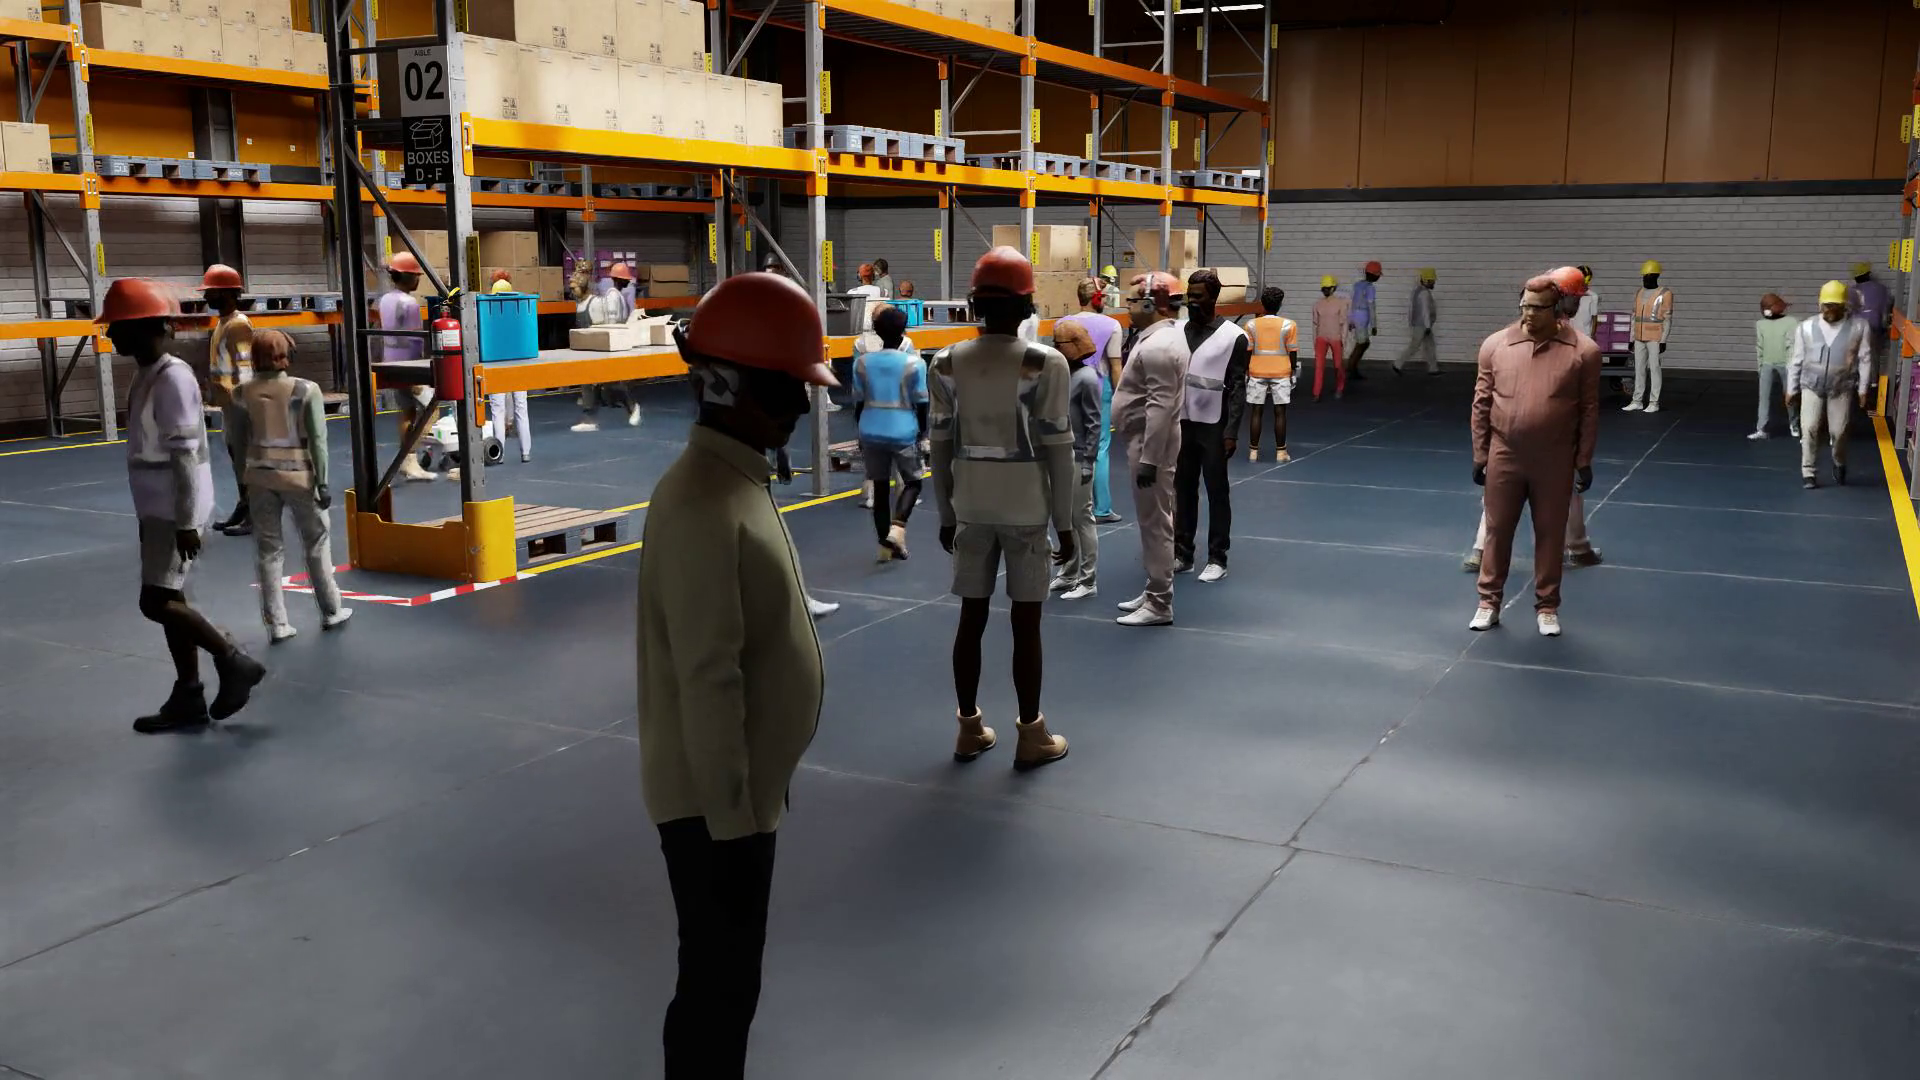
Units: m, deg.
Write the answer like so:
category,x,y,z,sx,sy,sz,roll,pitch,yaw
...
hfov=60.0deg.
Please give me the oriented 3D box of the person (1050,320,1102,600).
category,x,y,z,sx,sy,sz,roll,pitch,yaw
person,0.652,-0.467,9.758,0.269,1.632,0.509,-4,11,-23

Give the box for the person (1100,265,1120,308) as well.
category,x,y,z,sx,sy,sz,roll,pitch,yaw
person,2.304,-3.367,25.993,0.403,1.826,0.592,-8,13,-39

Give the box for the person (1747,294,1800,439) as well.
category,x,y,z,sx,sy,sz,roll,pitch,yaw
person,8.980,-1.911,18.259,0.830,1.579,0.501,-8,13,-39

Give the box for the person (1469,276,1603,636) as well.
category,x,y,z,sx,sy,sz,roll,pitch,yaw
person,3.033,-0.438,8.822,0.643,1.902,0.400,4,11,24

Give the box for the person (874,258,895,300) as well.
category,x,y,z,sx,sy,sz,roll,pitch,yaw
person,-1.236,-3.570,26.856,0.373,1.935,0.628,-3,10,-14

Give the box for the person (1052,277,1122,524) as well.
category,x,y,z,sx,sy,sz,roll,pitch,yaw
person,0.944,-1.034,12.434,0.564,1.841,0.394,6,11,31

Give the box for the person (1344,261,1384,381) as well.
category,x,y,z,sx,sy,sz,roll,pitch,yaw
person,6.350,-3.435,26.201,0.568,1.887,0.555,-1,10,-7

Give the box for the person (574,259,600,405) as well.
category,x,y,z,sx,sy,sz,roll,pitch,yaw
person,-4.965,-2.766,22.182,0.372,1.940,0.630,-2,10,-10

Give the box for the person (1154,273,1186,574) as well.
category,x,y,z,sx,sy,sz,roll,pitch,yaw
person,1.343,-0.753,10.710,0.583,1.901,0.599,-7,12,-35

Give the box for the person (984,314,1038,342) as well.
category,x,y,z,sx,sy,sz,roll,pitch,yaw
person,0.405,-1.320,14.080,0.549,1.848,0.446,4,11,23

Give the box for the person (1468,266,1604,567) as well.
category,x,y,z,sx,sy,sz,roll,pitch,yaw
person,3.695,-0.757,10.580,1.022,1.947,0.614,-6,11,-31

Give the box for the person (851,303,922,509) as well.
category,x,y,z,sx,sy,sz,roll,pitch,yaw
person,-0.591,-1.053,13.177,0.560,1.624,0.377,2,10,9

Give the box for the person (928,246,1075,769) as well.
category,x,y,z,sx,sy,sz,roll,pitch,yaw
person,0.173,-0.119,6.546,0.607,2.048,0.367,5,11,25

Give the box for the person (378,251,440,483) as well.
category,x,y,z,sx,sy,sz,roll,pitch,yaw
person,-4.794,-1.491,14.521,0.624,2.033,0.424,9,14,43

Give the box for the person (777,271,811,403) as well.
category,x,y,z,sx,sy,sz,roll,pitch,yaw
person,-2.332,-2.696,22.252,0.609,1.777,0.958,8,13,38

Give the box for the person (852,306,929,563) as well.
category,x,y,z,sx,sy,sz,roll,pitch,yaw
person,-0.455,-0.664,10.758,0.535,1.684,0.403,3,10,17

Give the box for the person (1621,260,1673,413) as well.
category,x,y,z,sx,sy,sz,roll,pitch,yaw
person,8.745,-2.579,21.133,0.367,1.927,0.590,-5,11,-27

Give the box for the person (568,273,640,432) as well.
category,x,y,z,sx,sy,sz,roll,pitch,yaw
person,-4.083,-2.146,18.999,0.823,1.804,0.593,-9,14,-43

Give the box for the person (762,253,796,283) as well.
category,x,y,z,sx,sy,sz,roll,pitch,yaw
person,-2.762,-3.286,24.897,0.688,2.000,0.538,7,12,35

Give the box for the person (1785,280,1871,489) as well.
category,x,y,z,sx,sy,sz,roll,pitch,yaw
person,7.485,-1.336,14.327,0.632,1.804,0.653,6,12,33

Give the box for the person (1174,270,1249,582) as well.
category,x,y,z,sx,sy,sz,roll,pitch,yaw
person,1.504,-0.706,10.315,0.593,1.920,0.392,9,13,43

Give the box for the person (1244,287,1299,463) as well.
category,x,y,z,sx,sy,sz,roll,pitch,yaw
person,2.995,-1.588,16.060,0.540,1.696,0.315,4,10,20

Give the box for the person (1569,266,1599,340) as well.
category,x,y,z,sx,sy,sz,roll,pitch,yaw
person,7.676,-2.438,20.631,0.596,1.877,0.578,-3,10,-19

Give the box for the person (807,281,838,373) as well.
category,x,y,z,sx,sy,sz,roll,pitch,yaw
person,-2.285,-3.724,28.023,0.642,1.841,0.429,6,11,30

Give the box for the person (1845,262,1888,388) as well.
category,x,y,z,sx,sy,sz,roll,pitch,yaw
person,13.622,-3.220,25.004,0.661,1.887,0.410,-1,10,-7

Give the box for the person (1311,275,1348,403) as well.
category,x,y,z,sx,sy,sz,roll,pitch,yaw
person,5.069,-2.757,22.734,0.524,1.734,0.860,5,11,28

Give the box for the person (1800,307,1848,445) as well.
category,x,y,z,sx,sy,sz,roll,pitch,yaw
person,9.193,-1.819,17.588,0.497,1.633,0.284,8,12,38

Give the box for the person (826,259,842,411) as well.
category,x,y,z,sx,sy,sz,roll,pitch,yaw
person,-1.745,-2.652,21.357,0.382,1.993,0.622,-3,10,-18

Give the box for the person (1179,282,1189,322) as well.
category,x,y,z,sx,sy,sz,roll,pitch,yaw
person,2.590,-2.126,19.174,0.501,1.696,0.892,6,11,29

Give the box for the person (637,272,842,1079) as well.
category,x,y,z,sx,sy,sz,roll,pitch,yaw
person,-0.421,0.483,3.241,0.401,1.984,0.612,0,10,-3

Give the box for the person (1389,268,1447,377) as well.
category,x,y,z,sx,sy,sz,roll,pitch,yaw
person,7.452,-3.518,26.989,0.879,1.792,0.599,3,10,15

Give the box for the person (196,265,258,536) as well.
category,x,y,z,sx,sy,sz,roll,pitch,yaw
person,-5.237,-1.000,11.961,0.358,1.937,0.548,-7,12,-35

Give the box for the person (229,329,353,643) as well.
category,x,y,z,sx,sy,sz,roll,pitch,yaw
person,-3.533,-0.298,8.779,0.545,1.617,0.633,0,10,2

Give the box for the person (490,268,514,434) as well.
category,x,y,z,sx,sy,sz,roll,pitch,yaw
person,-5.085,-2.086,18.496,0.579,1.864,0.816,-4,11,-21

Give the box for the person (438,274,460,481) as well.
category,x,y,z,sx,sy,sz,roll,pitch,yaw
person,-4.469,-1.445,14.816,0.428,1.842,0.631,-2,10,-9

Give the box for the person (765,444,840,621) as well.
category,x,y,z,sx,sy,sz,roll,pitch,yaw
person,-1.027,-0.444,9.061,0.887,1.831,0.538,2,10,12

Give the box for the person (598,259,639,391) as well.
category,x,y,z,sx,sy,sz,roll,pitch,yaw
person,-4.925,-3.131,24.335,0.655,1.921,0.667,5,11,25

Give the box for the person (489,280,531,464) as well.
category,x,y,z,sx,sy,sz,roll,pitch,yaw
person,-4.369,-1.610,15.991,0.525,1.769,0.315,-5,11,-27

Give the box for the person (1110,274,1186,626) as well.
category,x,y,z,sx,sy,sz,roll,pitch,yaw
person,1.020,-0.487,9.082,0.403,1.906,0.651,1,10,8

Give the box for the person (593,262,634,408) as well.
category,x,y,z,sx,sy,sz,roll,pitch,yaw
person,-4.542,-2.654,21.658,0.665,1.904,0.581,-1,10,-6

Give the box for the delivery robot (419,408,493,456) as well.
category,x,y,z,sx,sy,sz,roll,pitch,yaw
delivery robot,-4.761,-1.002,15.703,0.477,0.478,0.707,6,11,31

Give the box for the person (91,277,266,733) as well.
category,x,y,z,sx,sy,sz,roll,pitch,yaw
person,-3.320,-0.133,6.987,0.468,1.921,0.564,-8,13,-39

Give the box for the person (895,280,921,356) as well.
category,x,y,z,sx,sy,sz,roll,pitch,yaw
person,-0.747,-2.824,23.387,0.523,1.638,0.311,-2,10,-11

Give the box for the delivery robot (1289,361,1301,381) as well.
category,x,y,z,sx,sy,sz,roll,pitch,yaw
delivery robot,4.778,-2.578,24.827,0.477,0.478,0.707,-4,11,-25

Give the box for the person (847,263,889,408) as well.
category,x,y,z,sx,sy,sz,roll,pitch,yaw
person,-1.181,-2.595,21.345,0.574,1.887,0.355,-3,10,-19
